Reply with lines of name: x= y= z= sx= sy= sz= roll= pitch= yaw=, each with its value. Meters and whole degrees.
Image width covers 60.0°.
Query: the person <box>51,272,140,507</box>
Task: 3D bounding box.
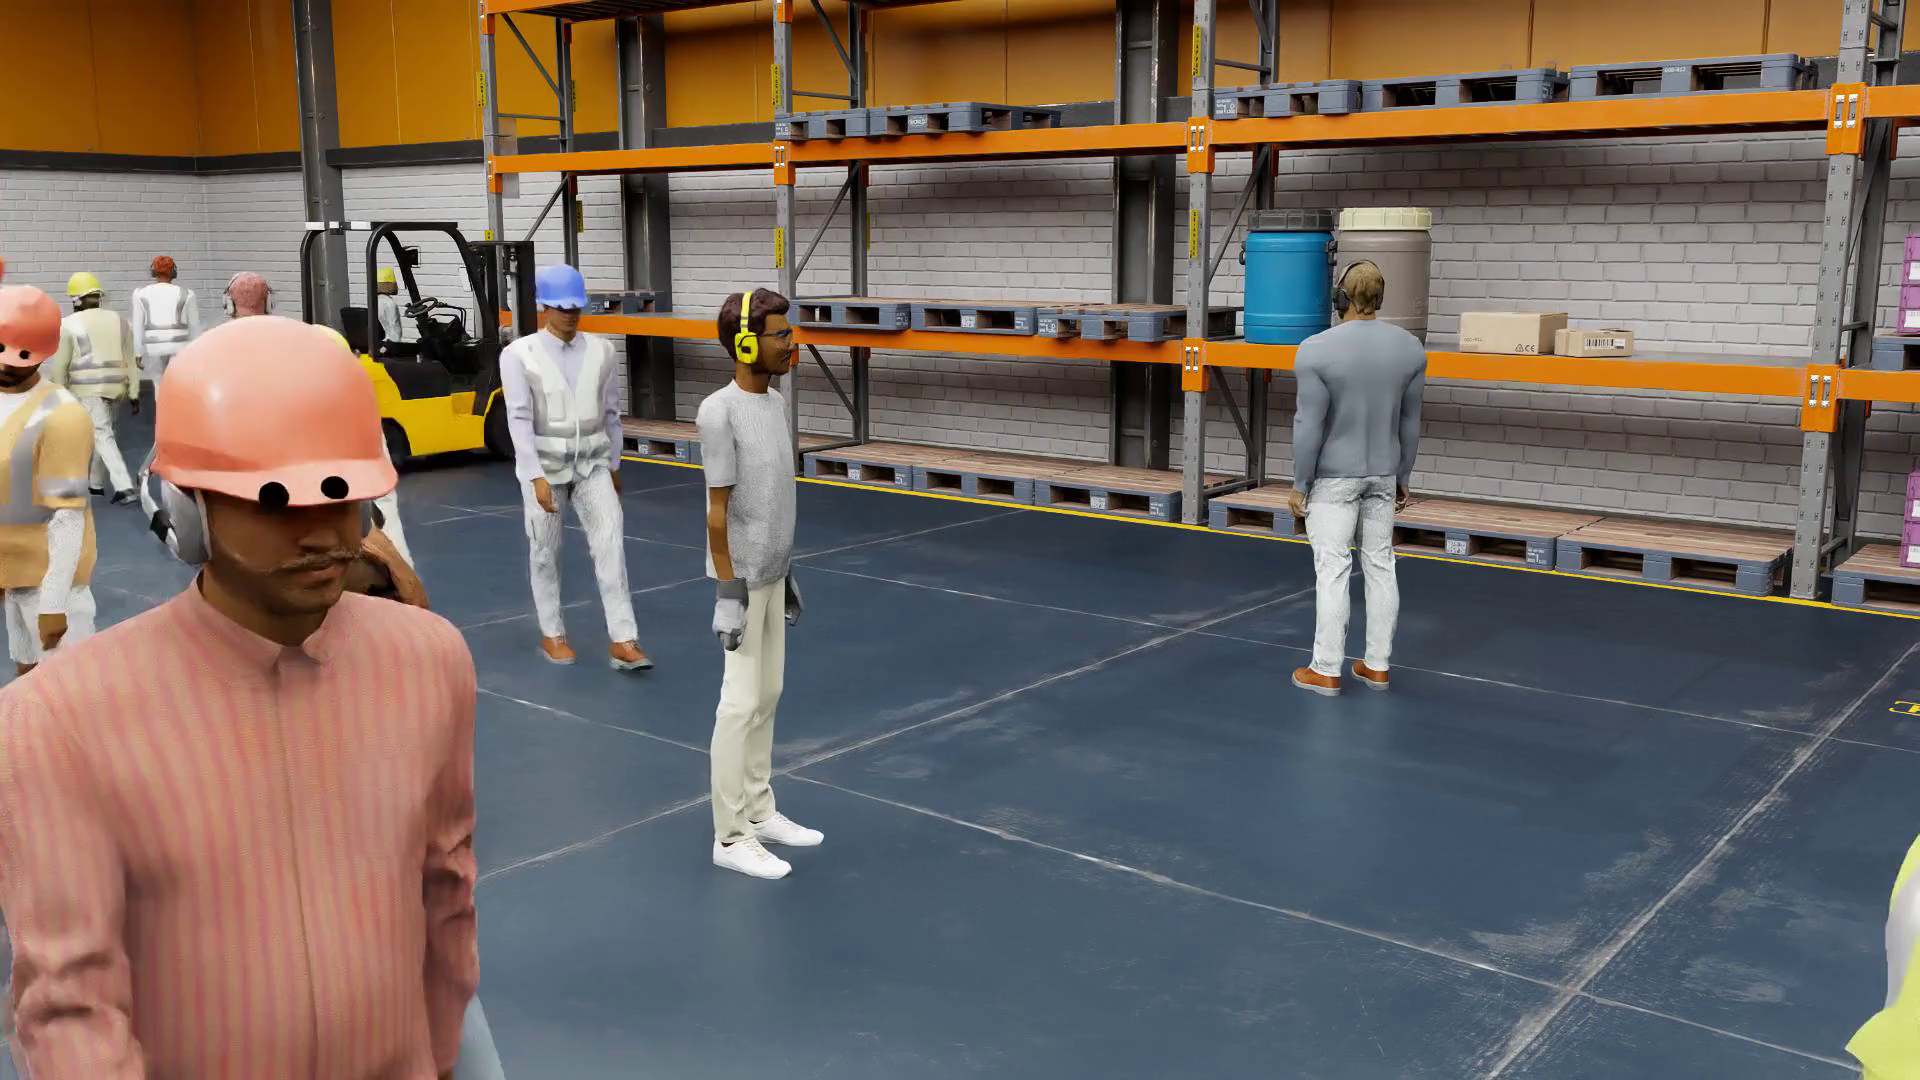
person: x=-6.611 y=-1.150 z=12.743 sx=0.956 sy=1.784 sz=0.604 roll=6 pitch=12 yaw=30

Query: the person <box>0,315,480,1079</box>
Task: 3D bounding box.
person: x=-0.770 y=0.711 z=1.972 sx=1.022 sy=1.930 sz=0.600 roll=10 pitch=14 yaw=44

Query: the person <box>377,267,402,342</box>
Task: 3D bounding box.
person: x=-5.895 y=-1.938 z=17.195 sx=0.492 sy=1.742 sz=0.320 roll=10 pitch=14 yaw=43

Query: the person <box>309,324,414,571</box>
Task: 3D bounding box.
person: x=-2.048 y=0.144 z=5.659 sx=0.456 sy=1.741 sz=0.577 roll=-8 pitch=13 yaw=-37

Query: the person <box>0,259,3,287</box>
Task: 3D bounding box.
person: x=-7.086 y=-1.101 z=12.019 sx=0.669 sy=1.940 sz=0.856 roll=-2 pitch=11 yaw=-13

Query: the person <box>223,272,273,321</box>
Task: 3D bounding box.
person: x=-3.627 y=-0.452 z=8.646 sx=0.669 sy=1.857 sz=1.017 roll=-6 pitch=12 yaw=-28

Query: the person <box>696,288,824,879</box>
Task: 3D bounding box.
person: x=-0.645 y=0.135 z=5.355 sx=0.320 sy=1.871 sz=0.533 roll=3 pitch=11 yaw=16

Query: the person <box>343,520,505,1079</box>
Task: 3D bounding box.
person: x=-1.090 y=0.715 z=2.954 sx=0.841 sy=1.582 sz=0.495 roll=4 pitch=11 yaw=23

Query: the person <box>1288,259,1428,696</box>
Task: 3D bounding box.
person: x=1.747 y=-0.270 z=7.409 sx=0.630 sy=1.940 sz=0.372 roll=-3 pitch=11 yaw=-18

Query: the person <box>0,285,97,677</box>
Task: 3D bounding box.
person: x=-3.038 y=0.115 z=5.446 sx=0.679 sy=1.891 sz=0.354 roll=8 pitch=13 yaw=38

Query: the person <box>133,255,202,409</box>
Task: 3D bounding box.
person: x=-7.789 y=-1.861 z=16.409 sx=0.616 sy=1.866 sz=0.549 roll=-3 pitch=11 yaw=-16

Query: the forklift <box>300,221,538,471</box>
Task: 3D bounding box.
forklift: x=-4.922 y=-1.741 z=14.854 sx=1.214 sy=2.155 sz=2.313 roll=8 pitch=13 yaw=38

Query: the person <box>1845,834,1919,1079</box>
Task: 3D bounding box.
person: x=0.957 y=0.870 z=1.405 sx=0.430 sy=1.833 sz=0.633 roll=-1 pitch=10 yaw=-5

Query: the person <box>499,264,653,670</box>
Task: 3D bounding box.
person: x=-1.776 y=-0.308 z=7.702 sx=0.608 sy=1.902 sz=0.906 roll=-7 pitch=12 yaw=-34
